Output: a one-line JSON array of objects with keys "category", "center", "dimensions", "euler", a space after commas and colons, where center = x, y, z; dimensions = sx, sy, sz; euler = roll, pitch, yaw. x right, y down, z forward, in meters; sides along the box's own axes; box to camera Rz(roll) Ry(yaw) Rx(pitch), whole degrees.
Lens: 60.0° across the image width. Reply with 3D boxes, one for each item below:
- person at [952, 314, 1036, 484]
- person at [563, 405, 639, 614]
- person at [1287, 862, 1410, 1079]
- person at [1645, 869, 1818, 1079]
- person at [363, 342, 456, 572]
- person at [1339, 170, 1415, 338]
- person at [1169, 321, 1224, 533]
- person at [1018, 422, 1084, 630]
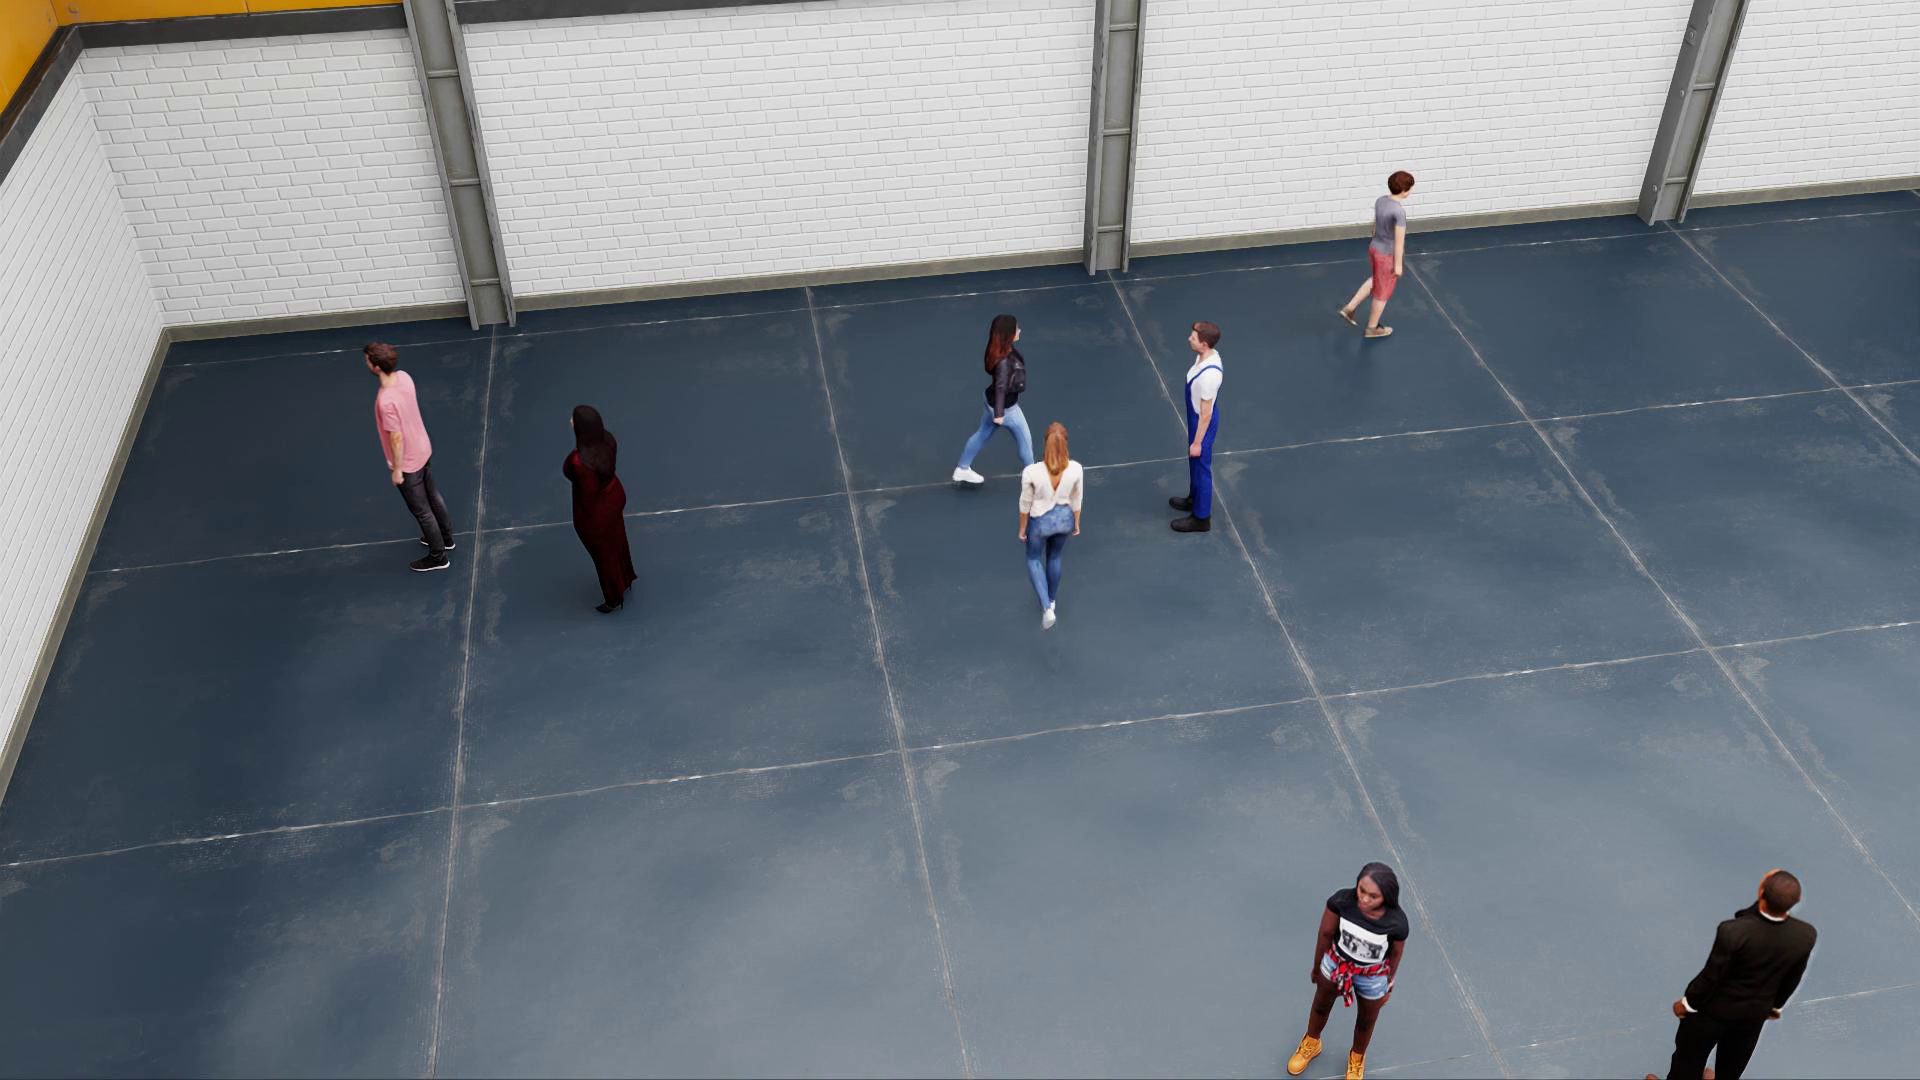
[{"category": "person", "center": [0.258, -1.071, 13.320], "dimensions": [1.087, 1.590, 0.672], "euler": [-4, 39, -5]}, {"category": "person", "center": [-2.618, -0.244, 12.150], "dimensions": [0.713, 1.758, 0.736], "euler": [6, 39, 7]}, {"category": "person", "center": [2.121, 2.332, 8.948], "dimensions": [0.705, 1.728, 0.782], "euler": [17, 42, 20]}, {"category": "person", "center": [4.044, 2.410, 8.710], "dimensions": [0.598, 1.903, 0.807], "euler": [0, 39, 0]}, {"category": "person", "center": [-4.123, -0.629, 12.472], "dimensions": [0.603, 1.957, 0.676], "euler": [1, 39, 1]}, {"category": "person", "center": [3.791, -2.579, 15.170], "dimensions": [0.746, 1.636, 0.603], "euler": [-8, 39, -10]}, {"category": "person", "center": [1.869, -0.887, 12.881], "dimensions": [0.673, 1.849, 0.693], "euler": [4, 39, 5]}, {"category": "person", "center": [0.658, -0.059, 11.960], "dimensions": [0.796, 1.704, 0.664], "euler": [-5, 39, -7]}]
